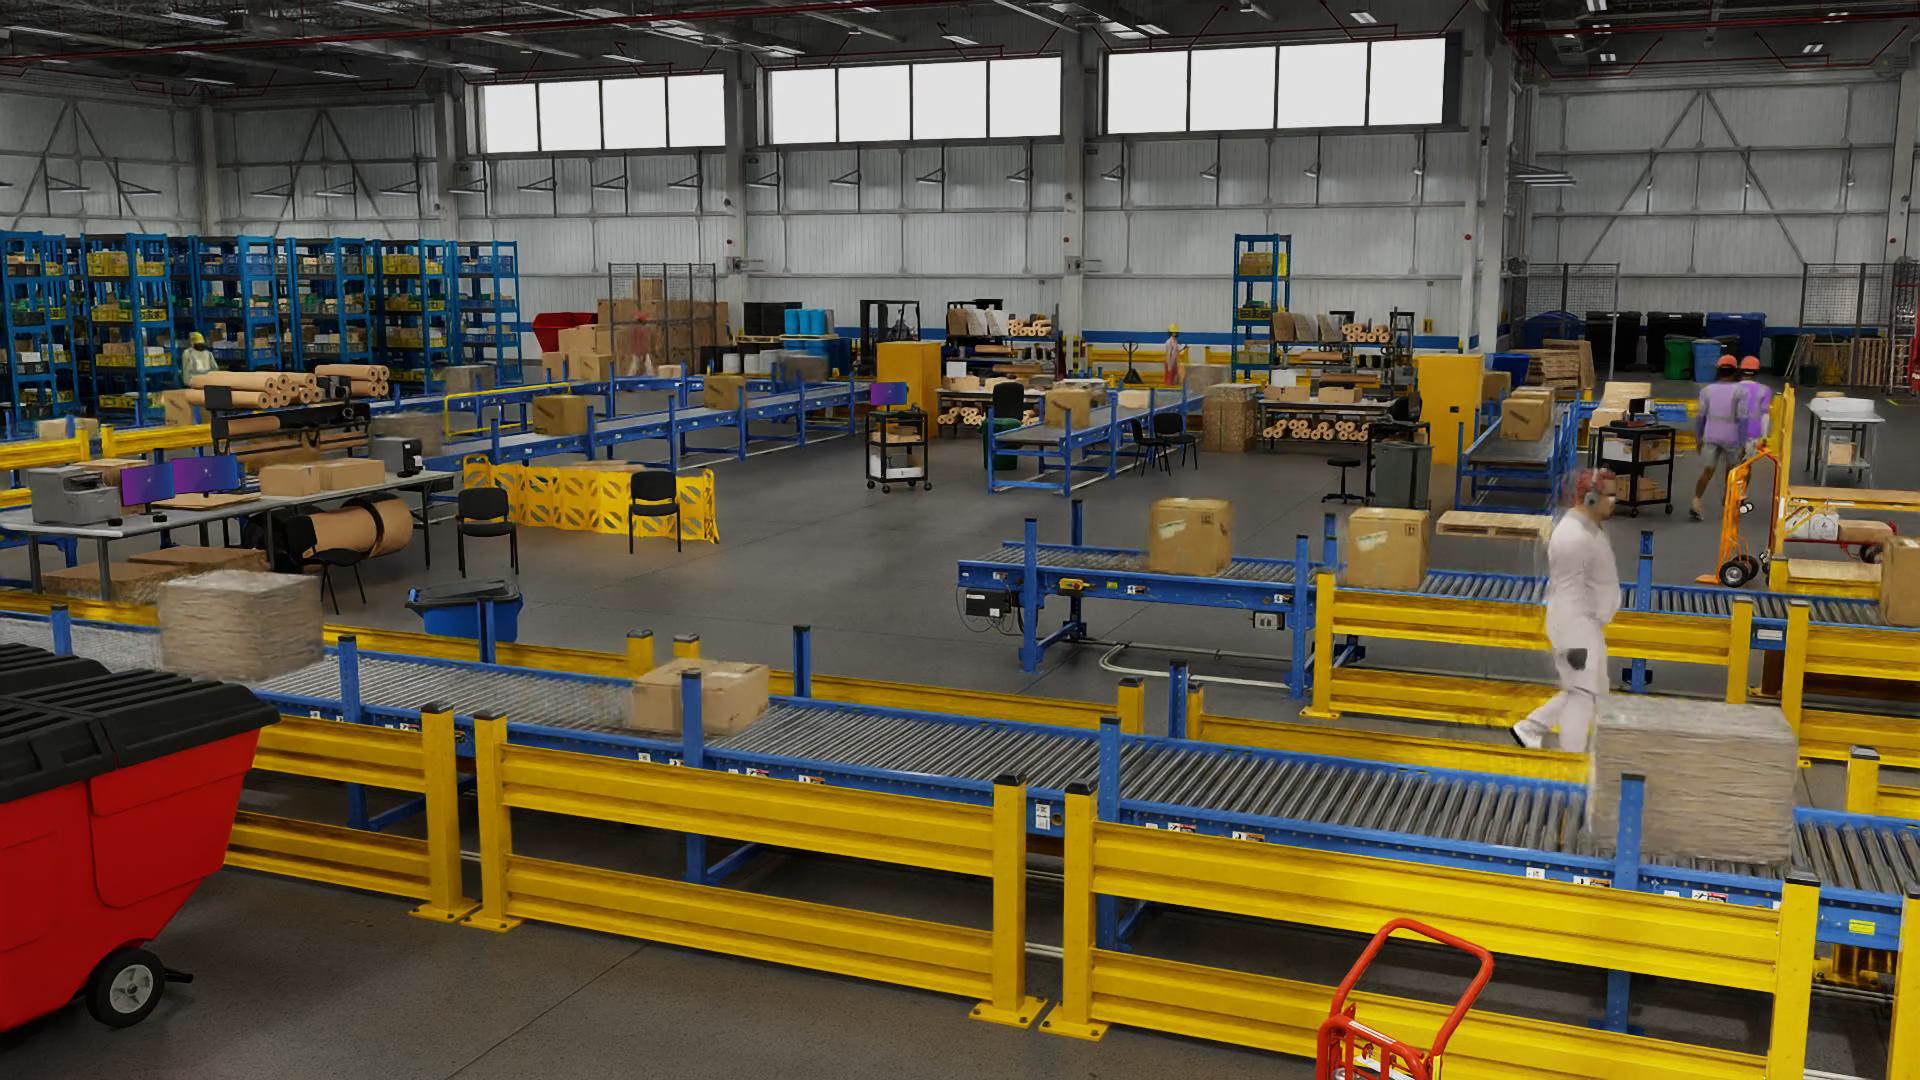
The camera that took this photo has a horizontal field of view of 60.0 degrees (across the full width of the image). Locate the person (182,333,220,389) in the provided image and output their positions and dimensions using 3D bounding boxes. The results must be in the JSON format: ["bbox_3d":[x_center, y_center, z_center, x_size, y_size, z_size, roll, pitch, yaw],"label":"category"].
[{"bbox_3d":[-13.995,-2.923,30.711,0.752,1.789,0.649,5,11,28],"label":"person"}]

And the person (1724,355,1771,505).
[{"bbox_3d":[9.829,-1.347,20.829,0.548,1.909,0.738,5,11,29],"label":"person"}]

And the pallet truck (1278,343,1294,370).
[{"bbox_3d":[7.886,-4.163,39.743,0.653,1.274,1.630,4,10,22],"label":"pallet truck"}]

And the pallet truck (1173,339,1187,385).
[{"bbox_3d":[5.418,-4.269,40.420,0.704,1.261,1.522,3,10,20],"label":"pallet truck"}]

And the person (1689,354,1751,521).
[{"bbox_3d":[9.047,-1.212,19.806,1.013,1.994,0.625,-9,13,-42],"label":"person"}]

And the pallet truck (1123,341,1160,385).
[{"bbox_3d":[4.445,-4.380,41.279,0.680,1.201,1.601,4,10,22],"label":"pallet truck"}]

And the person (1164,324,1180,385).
[{"bbox_3d":[4.607,-3.791,36.082,0.316,1.769,0.523,4,10,24],"label":"person"}]

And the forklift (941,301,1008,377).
[{"bbox_3d":[0.365,-4.966,41.571,1.157,1.987,2.680,3,10,20],"label":"forklift"}]

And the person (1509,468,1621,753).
[{"bbox_3d":[3.539,0.515,9.633,0.520,1.890,0.645,5,11,30],"label":"person"}]

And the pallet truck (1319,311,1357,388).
[{"bbox_3d":[9.071,-4.419,39.190,0.823,1.965,1.885,5,10,26],"label":"pallet truck"}]

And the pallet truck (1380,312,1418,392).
[{"bbox_3d":[10.207,-4.283,38.369,0.823,1.965,1.885,3,10,20],"label":"pallet truck"}]

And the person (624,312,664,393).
[{"bbox_3d":[-7.598,-4.468,39.665,0.607,1.945,1.030,8,12,40],"label":"person"}]

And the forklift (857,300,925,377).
[{"bbox_3d":[-1.732,-5.109,42.468,1.157,1.987,2.680,4,10,22],"label":"forklift"}]
